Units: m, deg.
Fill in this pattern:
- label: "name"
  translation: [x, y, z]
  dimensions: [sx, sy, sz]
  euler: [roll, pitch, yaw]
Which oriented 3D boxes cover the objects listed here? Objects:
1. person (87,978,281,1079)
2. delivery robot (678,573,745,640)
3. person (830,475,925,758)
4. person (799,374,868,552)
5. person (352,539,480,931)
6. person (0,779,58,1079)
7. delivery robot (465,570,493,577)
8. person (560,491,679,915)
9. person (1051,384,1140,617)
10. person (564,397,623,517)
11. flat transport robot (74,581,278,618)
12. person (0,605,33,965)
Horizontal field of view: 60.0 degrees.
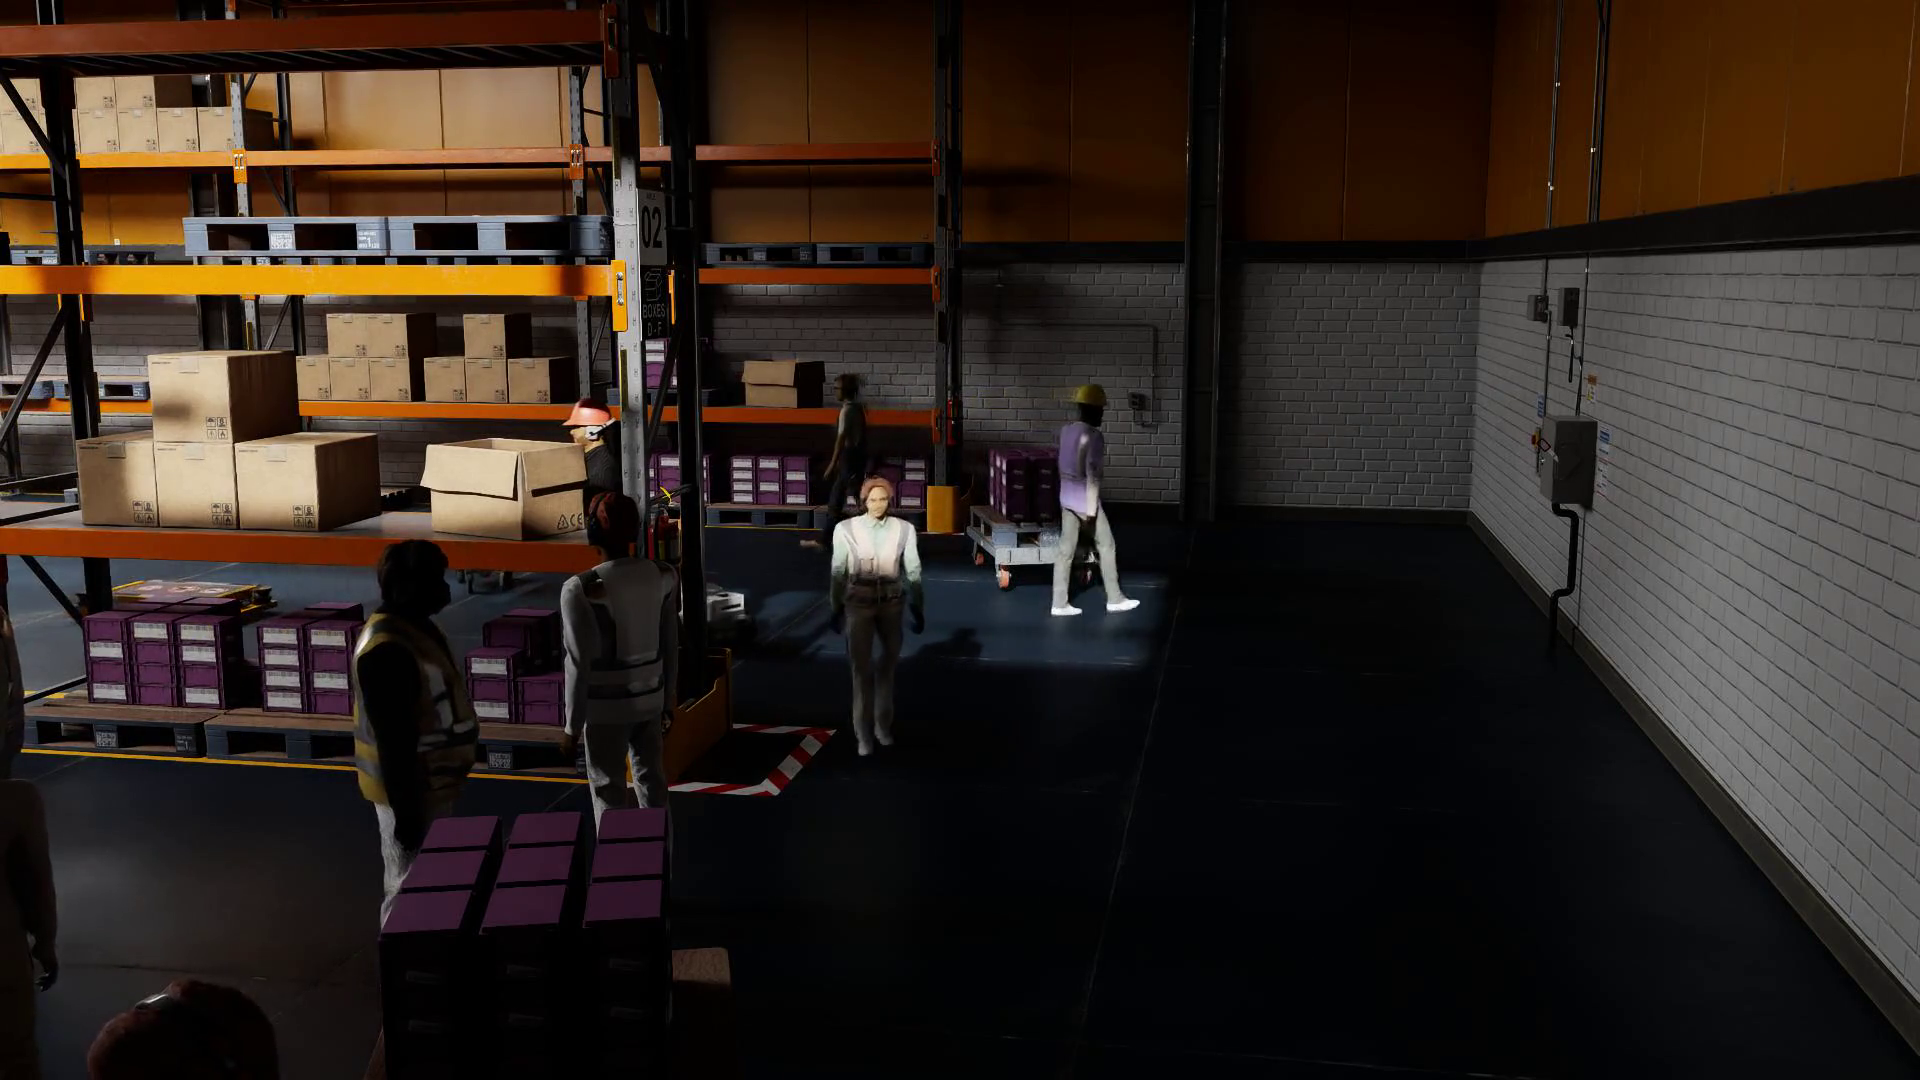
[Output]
- label: "person"
  translation: [-0.977, 1.497, 2.238]
  dimensions: [0.636, 1.902, 0.404]
  euler: [3, 10, 20]
- label: "delivery robot"
  translation: [-1.936, 0.482, 12.400]
  dimensions: [0.707, 0.478, 0.477]
  euler: [8, 12, 41]
- label: "person"
  translation: [-0.456, 0.444, 9.609]
  dimensions: [0.539, 1.615, 0.634]
  euler: [-3, 10, -15]
- label: "person"
  translation: [-1.105, -0.734, 16.414]
  dimensions: [0.959, 1.801, 0.536]
  euler: [1, 9, 4]
- label: "person"
  translation: [-1.974, 0.905, 6.088]
  dimensions: [0.429, 1.841, 0.633]
  euler: [-2, 9, -10]
- label: "person"
  translation: [-2.850, 1.225, 4.744]
  dimensions: [0.504, 1.631, 0.279]
  euler: [-7, 12, -39]
- label: "delivery robot"
  translation: [-4.238, 0.097, 14.787]
  dimensions: [0.477, 0.478, 0.707]
  euler: [-3, 10, -17]
- label: "person"
  translation: [-1.441, 0.728, 7.061]
  dimensions: [0.355, 1.882, 0.575]
  euler: [8, 12, 40]
- label: "person"
  translation: [1.090, -0.321, 13.548]
  dimensions: [0.857, 1.894, 0.593]
  euler: [-6, 11, -33]
- label: "person"
  translation: [-2.332, 0.077, 10.742]
  dimensions: [0.384, 1.996, 0.610]
  euler: [-2, 9, -14]
- label: "flat transport robot"
  translation: [-6.378, 0.490, 13.517]
  dimensions: [1.431, 0.197, 0.652]
  euler: [2, 9, 13]
- label: "person"
  translation: [-3.939, 0.825, 6.611]
  dimensions: [0.404, 1.829, 0.602]
  euler: [-7, 11, -35]
